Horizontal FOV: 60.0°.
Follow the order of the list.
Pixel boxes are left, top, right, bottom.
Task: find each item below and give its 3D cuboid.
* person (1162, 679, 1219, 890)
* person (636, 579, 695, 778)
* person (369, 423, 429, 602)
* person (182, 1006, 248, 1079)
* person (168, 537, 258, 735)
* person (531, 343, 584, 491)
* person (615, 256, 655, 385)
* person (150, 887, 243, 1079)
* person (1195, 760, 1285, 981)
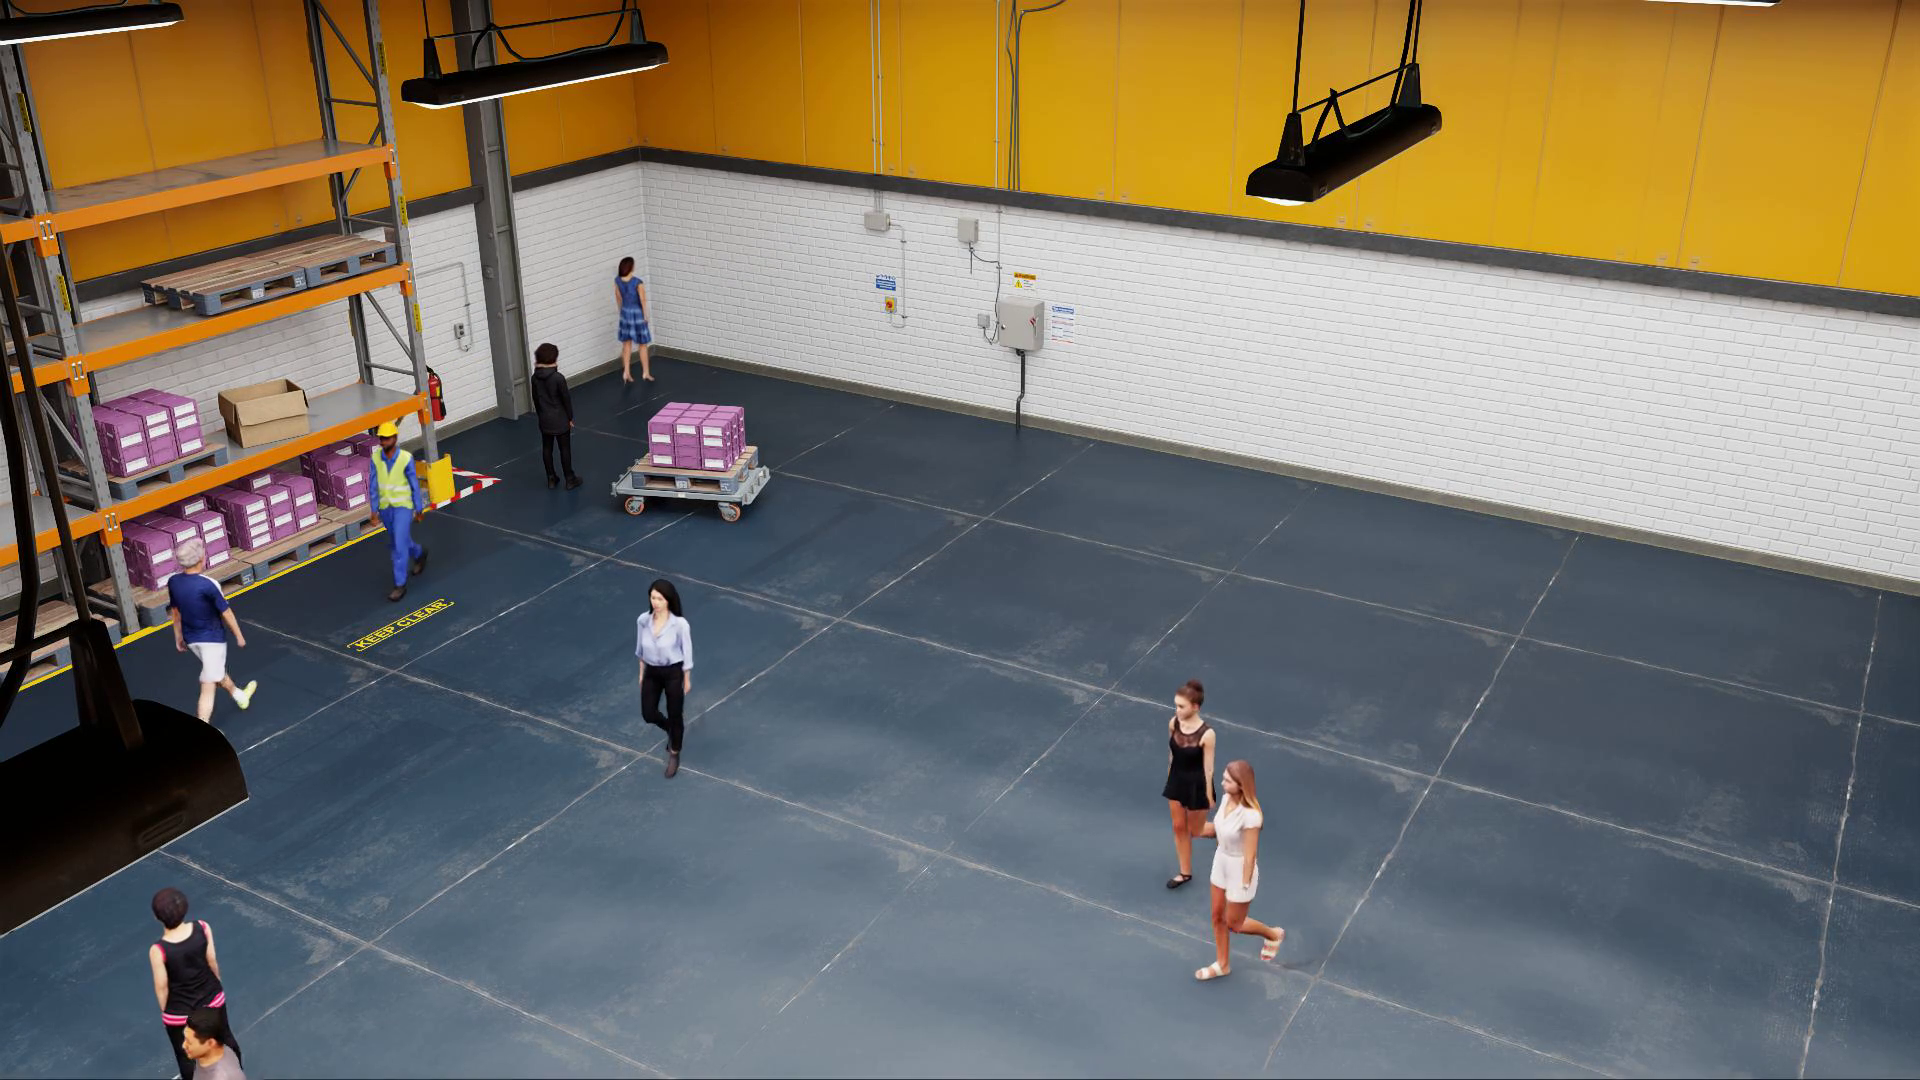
[{"bbox_3d":[1.747,1.771,12.238,0.911,1.665,0.745,-21,31,-39],"label":"person"},{"bbox_3d":[-2.386,1.096,13.690,0.760,1.738,0.801,6,24,13],"label":"person"},{"bbox_3d":[-5.714,-0.358,16.953,0.912,1.789,1.249,5,24,11],"label":"person"},{"bbox_3d":[-3.757,3.221,8.832,1.215,1.735,0.939,14,27,29],"label":"person"},{"bbox_3d":[-6.433,0.904,14.075,0.859,1.782,1.231,6,24,14],"label":"person"},{"bbox_3d":[-4.749,-1.445,19.450,0.686,1.781,0.690,6,24,13],"label":"person"},{"bbox_3d":[-4.551,-3.039,23.066,0.690,1.806,0.674,9,25,20],"label":"person"},{"bbox_3d":[-4.643,2.781,10.071,0.622,1.549,0.491,19,30,36],"label":"person"},{"bbox_3d":[1.924,2.224,11.183,0.962,1.680,0.867,-9,25,-19],"label":"person"}]
